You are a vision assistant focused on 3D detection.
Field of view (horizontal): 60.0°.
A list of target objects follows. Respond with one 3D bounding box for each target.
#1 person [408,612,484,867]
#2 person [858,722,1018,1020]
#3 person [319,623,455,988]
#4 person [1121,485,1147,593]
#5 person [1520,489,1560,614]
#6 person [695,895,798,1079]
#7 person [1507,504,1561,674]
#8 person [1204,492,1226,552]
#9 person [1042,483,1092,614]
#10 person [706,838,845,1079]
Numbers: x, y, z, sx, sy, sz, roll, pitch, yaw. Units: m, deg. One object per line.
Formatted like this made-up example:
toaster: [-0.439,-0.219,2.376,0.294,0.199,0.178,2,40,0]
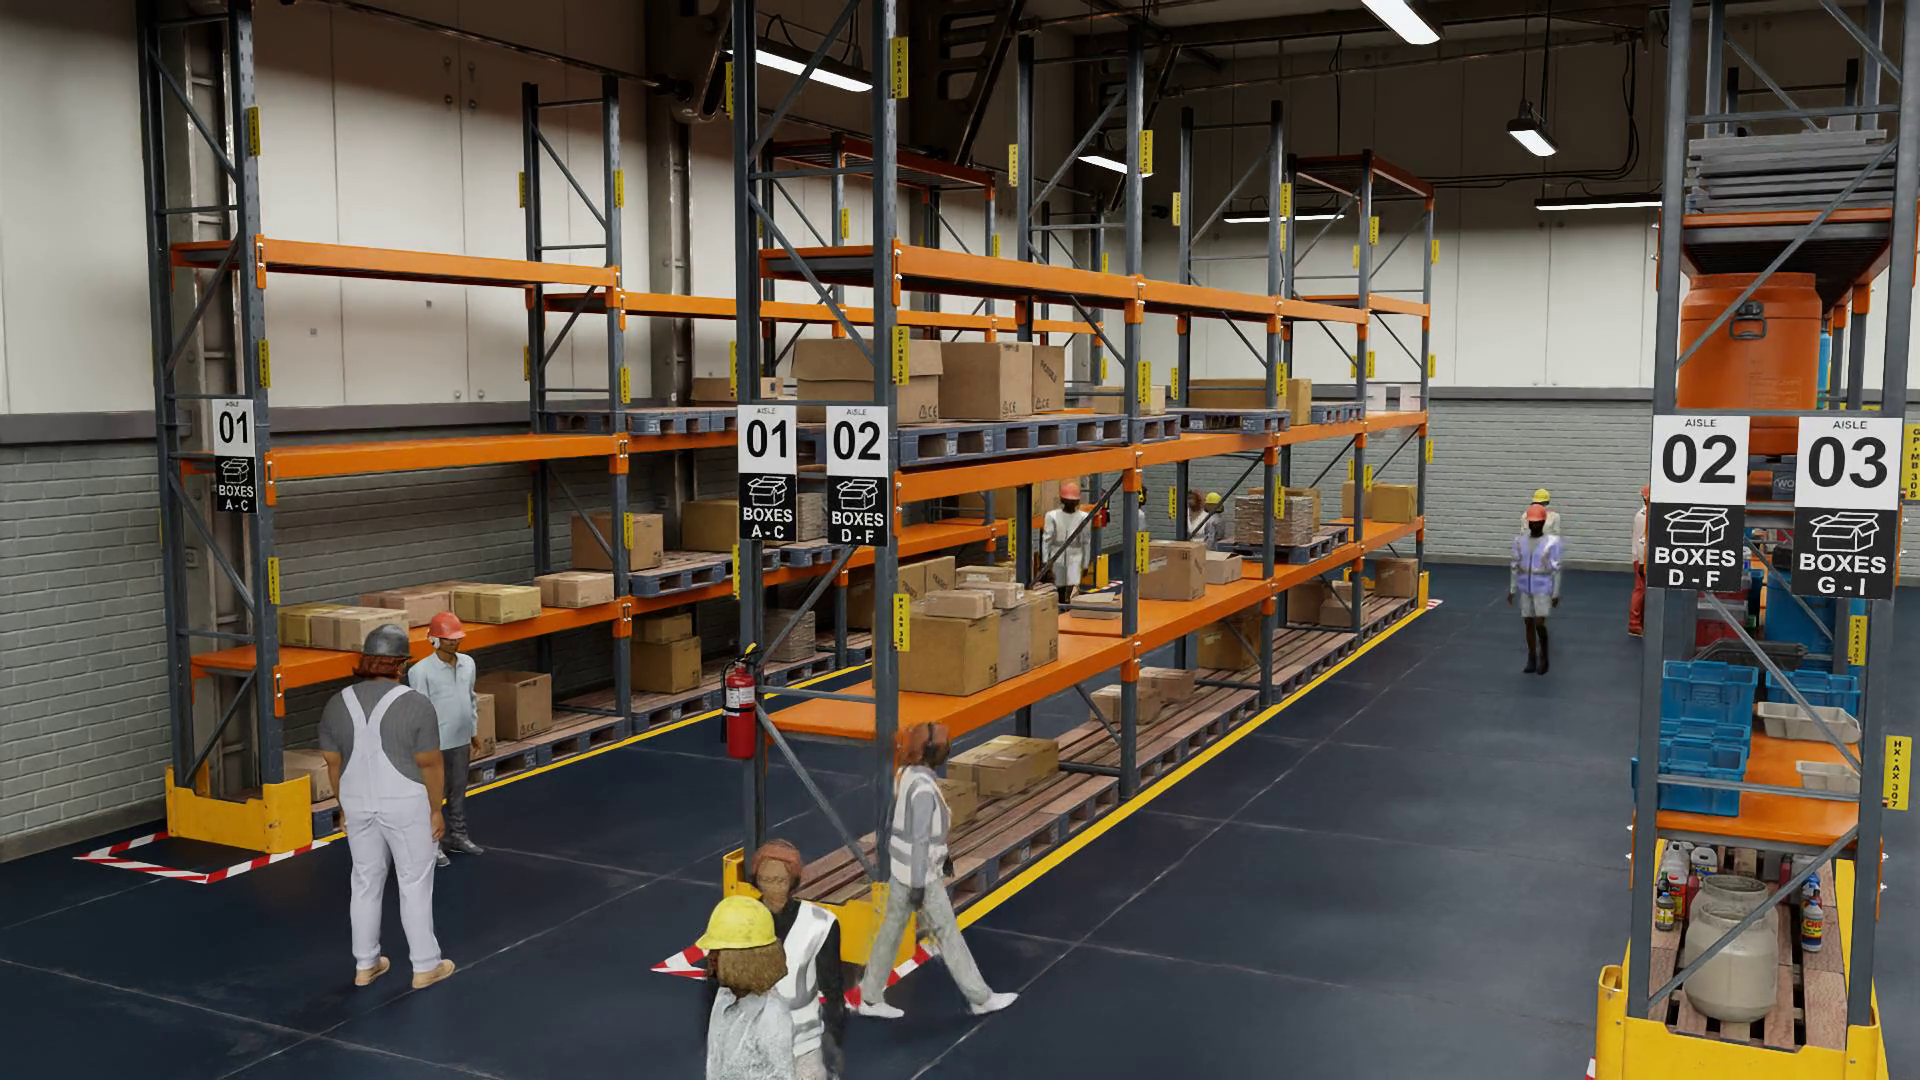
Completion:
person: [-3.559,1.366,11.583,0.330,1.751,0.565,3,7,29]
person: [-0.149,1.738,8.715,0.852,1.591,0.522,-1,6,-11]
person: [-3.155,1.462,9.273,0.681,2.000,0.538,1,6,10]
person: [2.384,0.185,22.589,0.335,1.861,0.500,-2,6,-21]
person: [8.100,0.164,23.226,0.528,1.764,0.328,2,6,15]
person: [-0.691,2.006,5.408,0.312,1.744,0.487,-3,7,-29]
person: [6.434,0.553,18.643,0.544,1.922,0.490,6,8,43]
person: [3.467,0.219,22.789,0.308,1.743,0.494,4,7,31]
person: [1.380,0.245,21.364,0.617,2.000,1.049,1,6,7]
person: [-0.714,1.953,6.436,0.534,1.637,0.314,0,6,3]
